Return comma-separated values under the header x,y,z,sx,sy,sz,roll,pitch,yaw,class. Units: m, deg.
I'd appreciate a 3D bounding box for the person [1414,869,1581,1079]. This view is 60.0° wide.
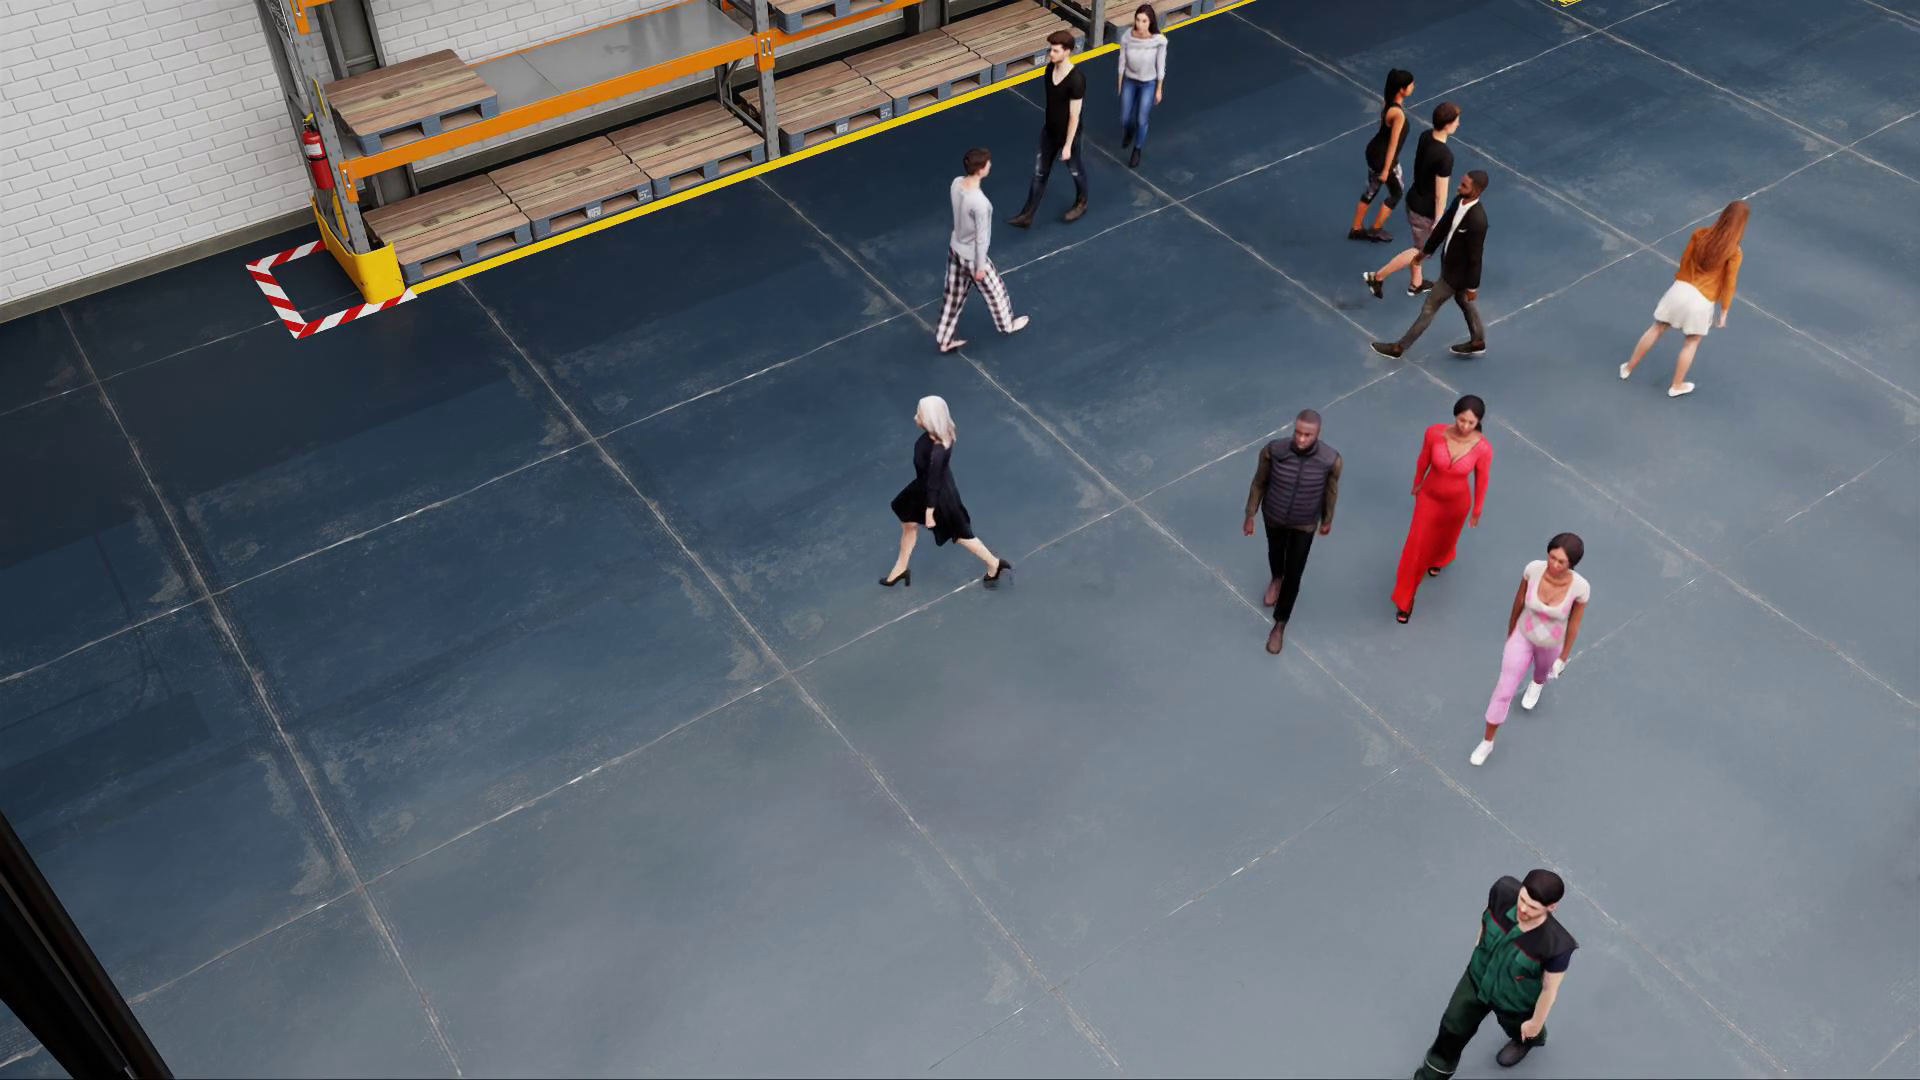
x,y,z,sx,sy,sz,roll,pitch,yaw,class
2.869,2.252,8.534,1.226,1.854,0.712,-25,49,-24,person

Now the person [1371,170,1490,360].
x,y,z,sx,sy,sz,roll,pitch,yaw,class
4.037,-2.138,13.226,1.296,1.738,1.128,0,44,0,person

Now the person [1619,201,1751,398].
x,y,z,sx,sy,sz,roll,pitch,yaw,class
5.727,-1.871,12.976,0.733,1.696,0.821,-30,51,-27,person

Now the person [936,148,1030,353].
x,y,z,sx,sy,sz,roll,pitch,yaw,class
0.004,-2.269,13.307,1.068,1.816,0.686,-24,48,-23,person

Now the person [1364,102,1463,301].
x,y,z,sx,sy,sz,roll,pitch,yaw,class
3.788,-2.782,13.825,1.126,1.844,0.926,-8,44,-8,person

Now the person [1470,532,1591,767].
x,y,z,sx,sy,sz,roll,pitch,yaw,class
3.647,0.598,10.381,0.882,1.700,1.210,23,48,22,person

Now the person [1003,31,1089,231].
x,y,z,sx,sy,sz,roll,pitch,yaw,class
0.985,-3.614,14.691,1.168,1.855,0.738,-30,51,-27,person

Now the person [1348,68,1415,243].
x,y,z,sx,sy,sz,roll,pitch,yaw,class
3.635,-3.327,14.538,0.761,1.649,0.727,-2,44,-2,person

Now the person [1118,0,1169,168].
x,y,z,sx,sy,sz,roll,pitch,yaw,class
1.705,-4.285,15.566,0.767,1.619,0.823,13,45,13,person

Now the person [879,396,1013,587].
x,y,z,sx,sy,sz,roll,pitch,yaw,class
-0.063,-0.261,11.286,1.224,1.696,0.989,-3,44,-3,person

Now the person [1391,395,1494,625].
x,y,z,sx,sy,sz,roll,pitch,yaw,class
3.320,-0.307,11.303,1.037,1.739,1.243,16,46,16,person

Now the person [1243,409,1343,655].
x,y,z,sx,sy,sz,roll,pitch,yaw,class
2.234,-0.201,11.143,1.041,1.805,1.179,15,46,16,person
